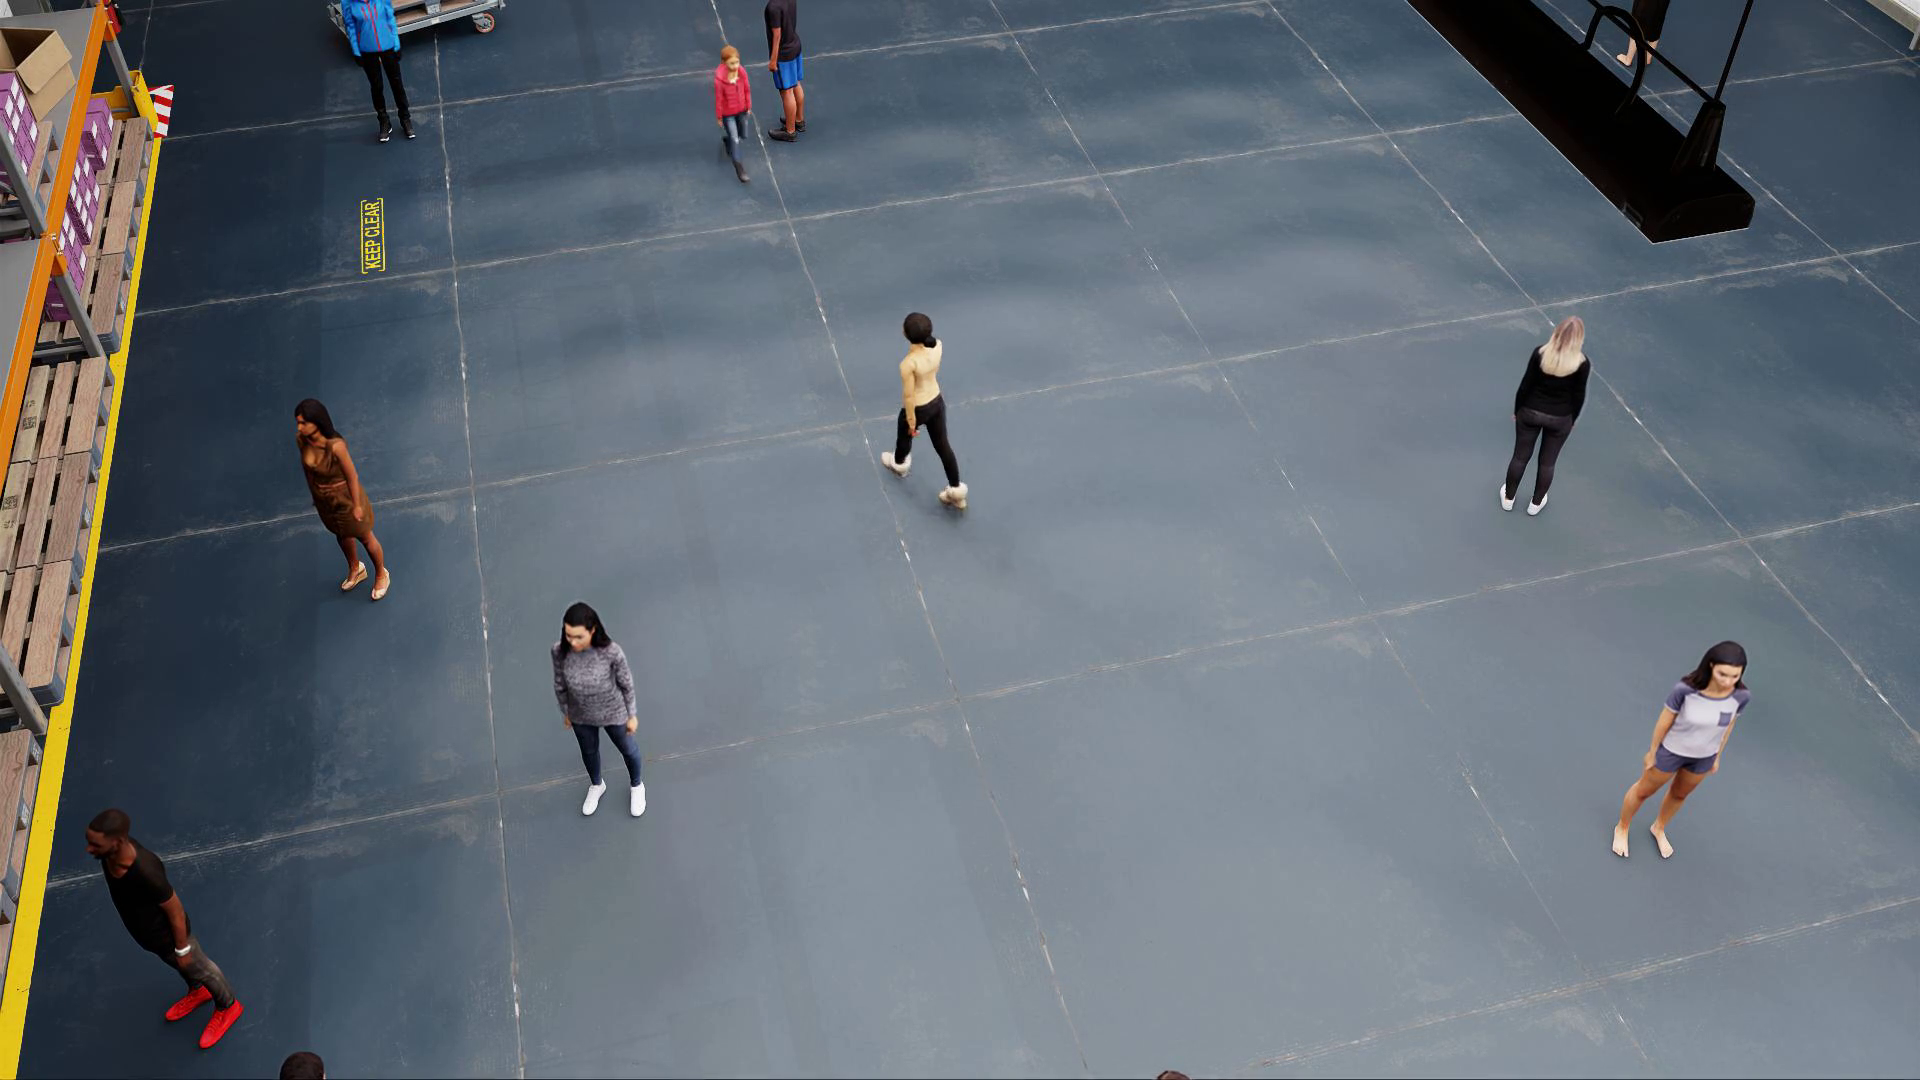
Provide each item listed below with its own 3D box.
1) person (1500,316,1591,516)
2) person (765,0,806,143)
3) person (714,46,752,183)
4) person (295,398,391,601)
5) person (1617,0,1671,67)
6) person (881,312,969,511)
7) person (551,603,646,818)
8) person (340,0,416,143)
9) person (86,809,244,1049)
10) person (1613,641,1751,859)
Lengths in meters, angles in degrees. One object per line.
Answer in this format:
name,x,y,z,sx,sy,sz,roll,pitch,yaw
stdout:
person,4.170,-0.875,11.865,0.690,1.686,0.733,17,46,17
person,-1.651,-4.644,15.739,0.768,1.799,0.689,14,45,14
person,-2.126,-3.993,15.418,0.672,1.299,0.861,-25,49,-24
person,-4.188,-0.280,11.237,0.638,1.690,0.675,16,46,16
person,7.065,-5.591,16.860,0.609,1.625,0.618,-3,44,-3
person,-0.196,-0.912,11.952,0.894,1.618,1.184,-31,52,-28
person,-2.135,1.000,9.863,0.672,1.731,0.639,3,44,3
person,-5.520,-4.652,15.749,0.618,1.797,0.520,-12,45,-12
person,-4.205,2.008,8.752,0.693,1.806,0.770,25,49,24
person,4.200,1.214,9.637,0.643,1.734,0.614,3,44,3
